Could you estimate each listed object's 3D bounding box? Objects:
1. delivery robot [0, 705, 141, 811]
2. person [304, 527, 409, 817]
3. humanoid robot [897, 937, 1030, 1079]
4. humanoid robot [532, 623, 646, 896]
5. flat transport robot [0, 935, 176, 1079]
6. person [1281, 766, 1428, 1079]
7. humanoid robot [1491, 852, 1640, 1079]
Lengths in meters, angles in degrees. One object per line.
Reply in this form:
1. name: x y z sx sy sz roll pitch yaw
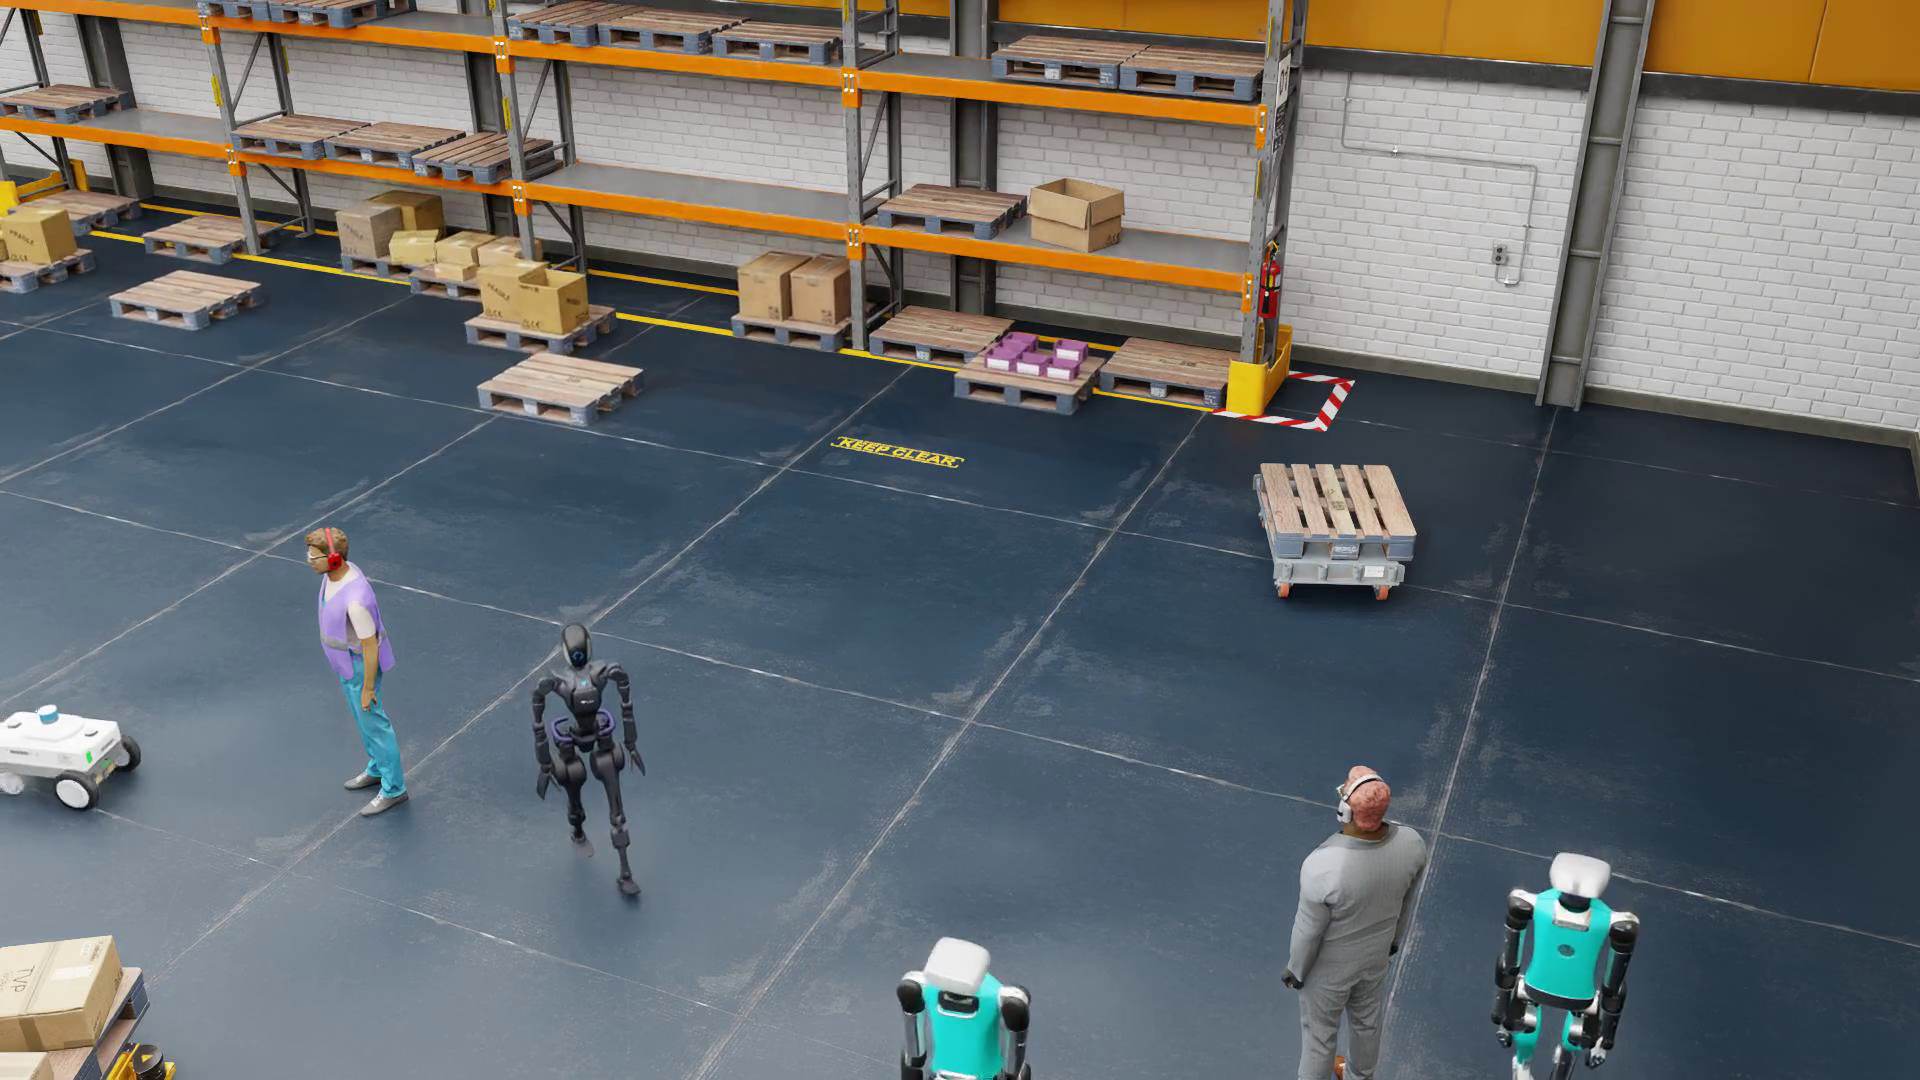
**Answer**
1. delivery robot: -5.470 1.291 10.129 0.807 0.606 0.499 5 28 9
2. person: -3.523 0.750 9.757 0.377 1.843 0.570 -17 32 -29
3. humanoid robot: -0.035 2.455 6.596 0.543 1.796 0.709 7 28 14
4. humanoid robot: -2.052 1.171 9.170 0.605 1.626 0.762 -12 30 -23
5. flat transport robot: -4.524 2.664 7.767 1.431 0.231 0.659 0 27 0
6. person: 1.742 1.848 7.564 0.642 1.908 0.414 -12 30 -23
7. humanoid robot: 2.653 2.032 7.423 0.541 1.815 0.772 11 29 19
